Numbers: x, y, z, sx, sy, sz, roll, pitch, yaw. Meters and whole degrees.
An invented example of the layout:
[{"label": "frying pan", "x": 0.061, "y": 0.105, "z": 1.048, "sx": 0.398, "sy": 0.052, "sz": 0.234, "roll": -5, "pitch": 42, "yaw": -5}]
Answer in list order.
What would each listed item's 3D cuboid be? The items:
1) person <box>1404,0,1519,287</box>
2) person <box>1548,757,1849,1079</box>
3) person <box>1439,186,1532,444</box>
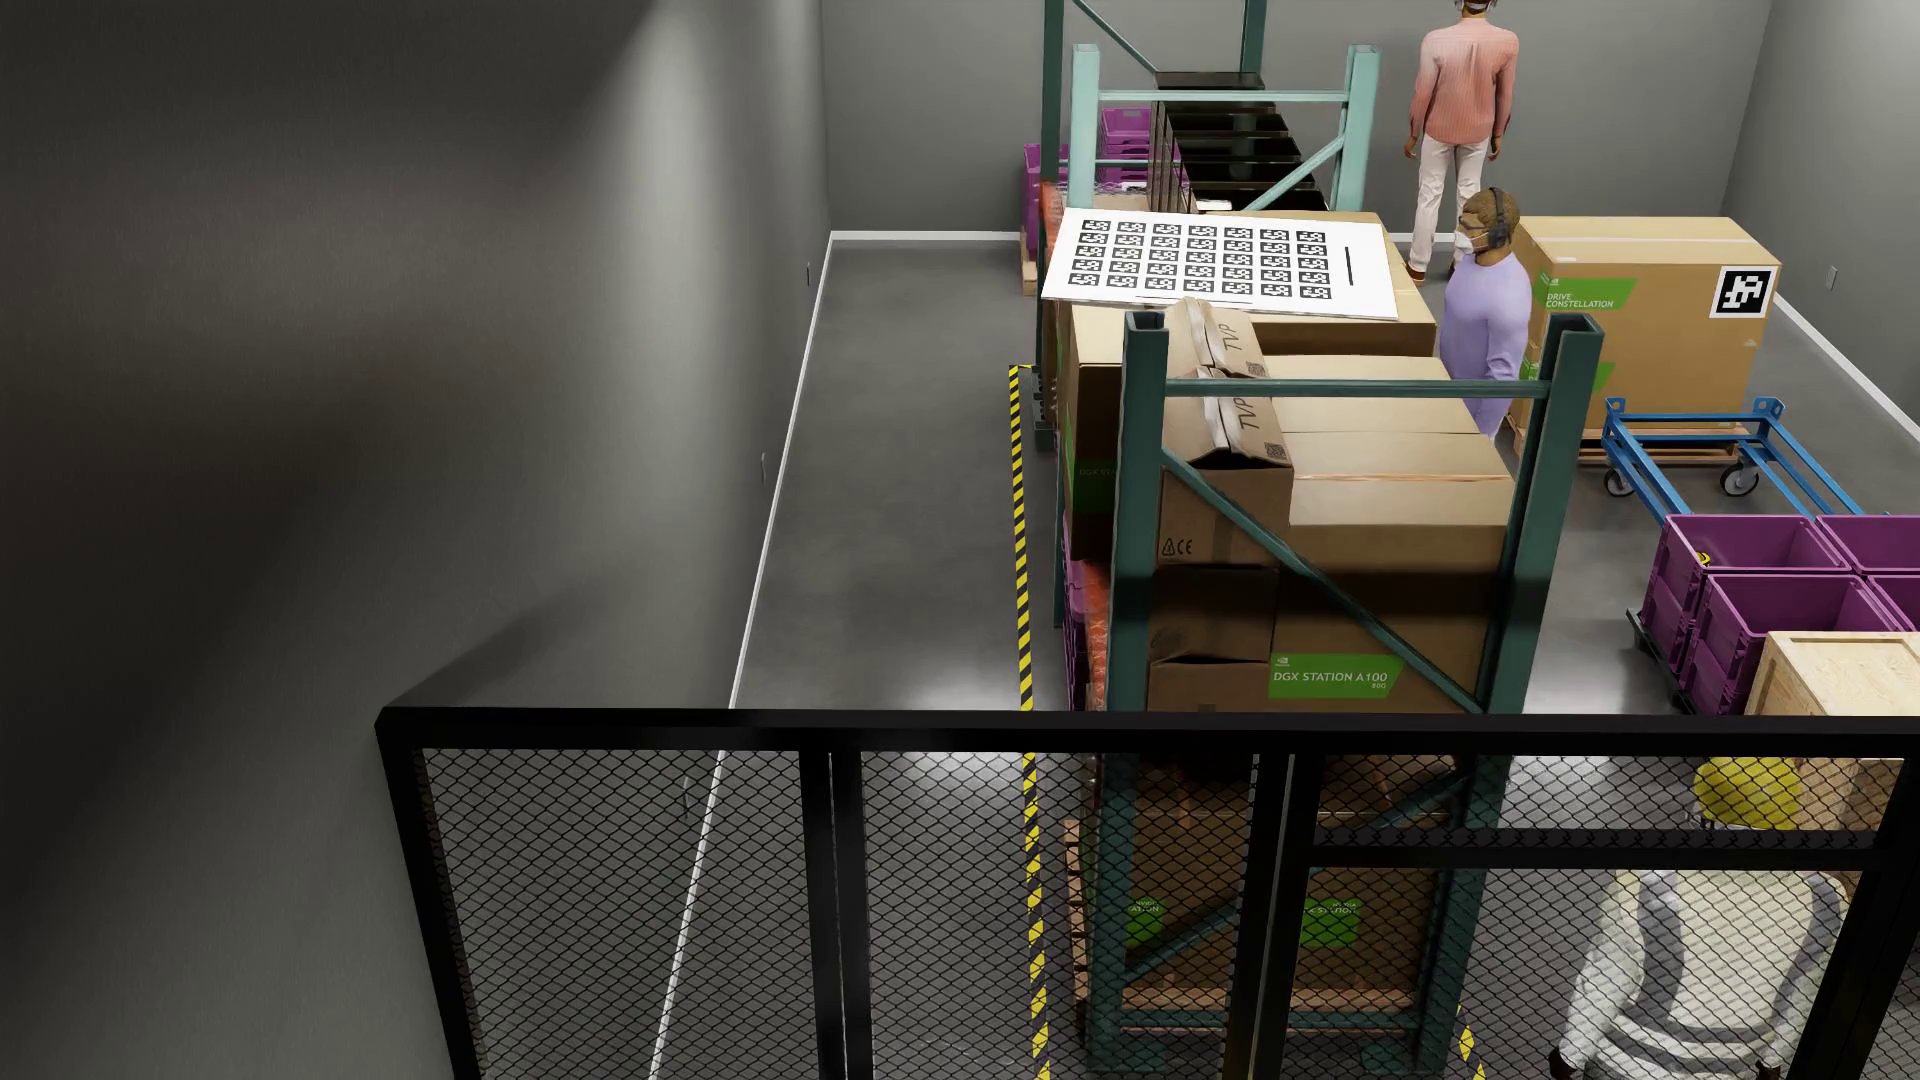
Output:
[{"label": "person", "x": 3.110, "y": -2.571, "z": 10.432, "sx": 0.625, "sy": 1.992, "sz": 0.389, "roll": 0, "pitch": 31, "yaw": 0}, {"label": "person", "x": 1.813, "y": 1.256, "z": 4.229, "sx": 0.602, "sy": 1.830, "sz": 0.404, "roll": 0, "pitch": 31, "yaw": 0}, {"label": "person", "x": 2.189, "y": -0.590, "z": 7.195, "sx": 0.355, "sy": 1.936, "sz": 0.637, "roll": 0, "pitch": 31, "yaw": 0}]
